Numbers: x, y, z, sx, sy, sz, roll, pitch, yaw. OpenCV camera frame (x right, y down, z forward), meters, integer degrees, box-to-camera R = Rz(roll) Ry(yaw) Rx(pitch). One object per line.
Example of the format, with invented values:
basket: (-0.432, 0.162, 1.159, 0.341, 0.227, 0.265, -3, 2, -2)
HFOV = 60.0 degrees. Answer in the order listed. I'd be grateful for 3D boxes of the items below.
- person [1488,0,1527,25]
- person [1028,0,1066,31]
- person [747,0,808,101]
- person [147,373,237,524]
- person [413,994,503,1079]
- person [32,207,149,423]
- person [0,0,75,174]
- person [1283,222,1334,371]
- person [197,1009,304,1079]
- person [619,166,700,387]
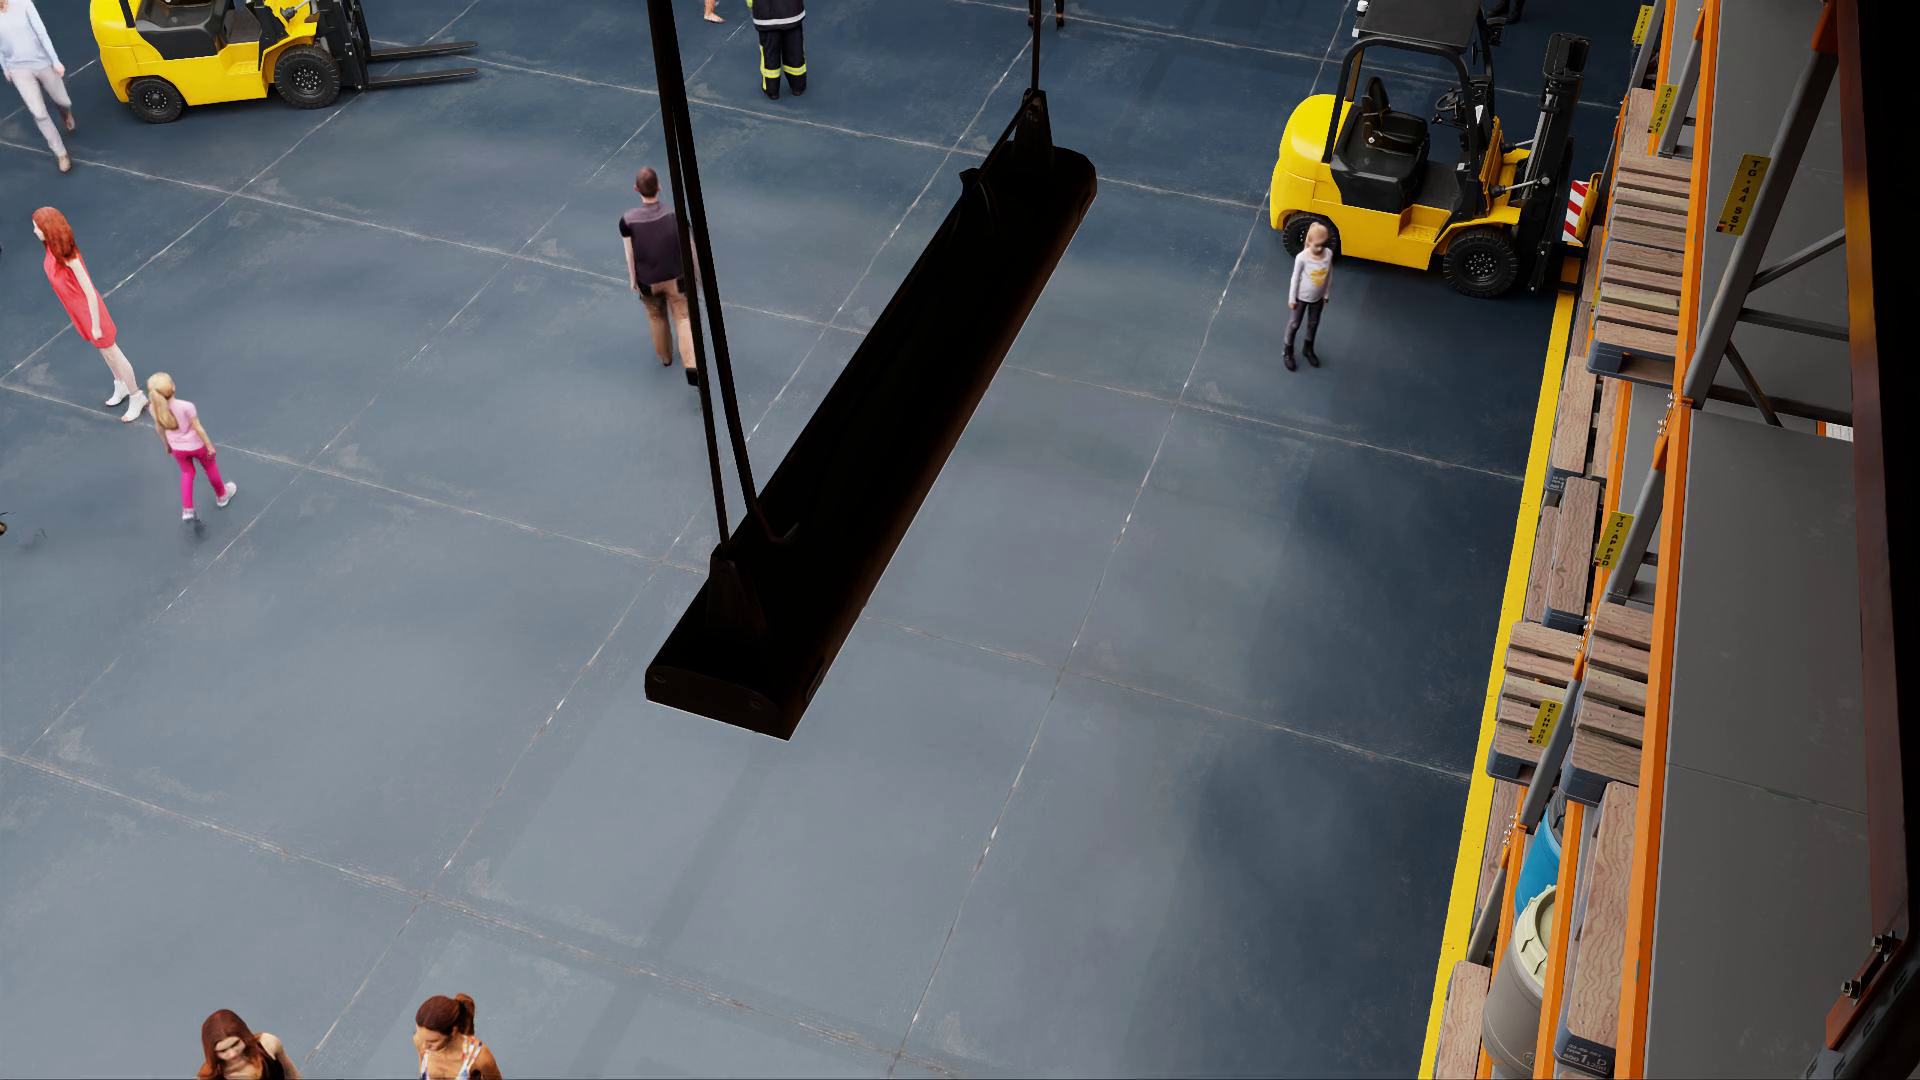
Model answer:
person: (5.878, -6.241, 17.315, 0.728, 1.689, 0.671, -19, 47, -19)
person: (0.896, -6.153, 17.113, 0.721, 1.840, 0.698, 1, 44, 2)
person: (-1.776, -5.228, 16.038, 0.869, 1.983, 0.888, -12, 45, -12)
person: (-5.475, -0.643, 11.750, 0.648, 1.261, 0.851, 1, 44, 1)
person: (-2.304, 2.681, 7.875, 0.571, 1.791, 0.568, 12, 45, 12)
person: (-6.517, -1.702, 12.450, 0.647, 1.828, 0.656, -34, 53, -30)
person: (-8.486, -4.356, 15.210, 1.130, 1.864, 1.178, -18, 47, -18)
person: (2.746, -1.939, 13.098, 0.584, 1.277, 0.630, -11, 45, -11)
person: (-3.265, 2.731, 7.870, 0.600, 1.726, 0.710, -31, 52, -28)
person: (-2.275, -1.981, 12.749, 1.007, 1.819, 1.146, -10, 44, -10)
